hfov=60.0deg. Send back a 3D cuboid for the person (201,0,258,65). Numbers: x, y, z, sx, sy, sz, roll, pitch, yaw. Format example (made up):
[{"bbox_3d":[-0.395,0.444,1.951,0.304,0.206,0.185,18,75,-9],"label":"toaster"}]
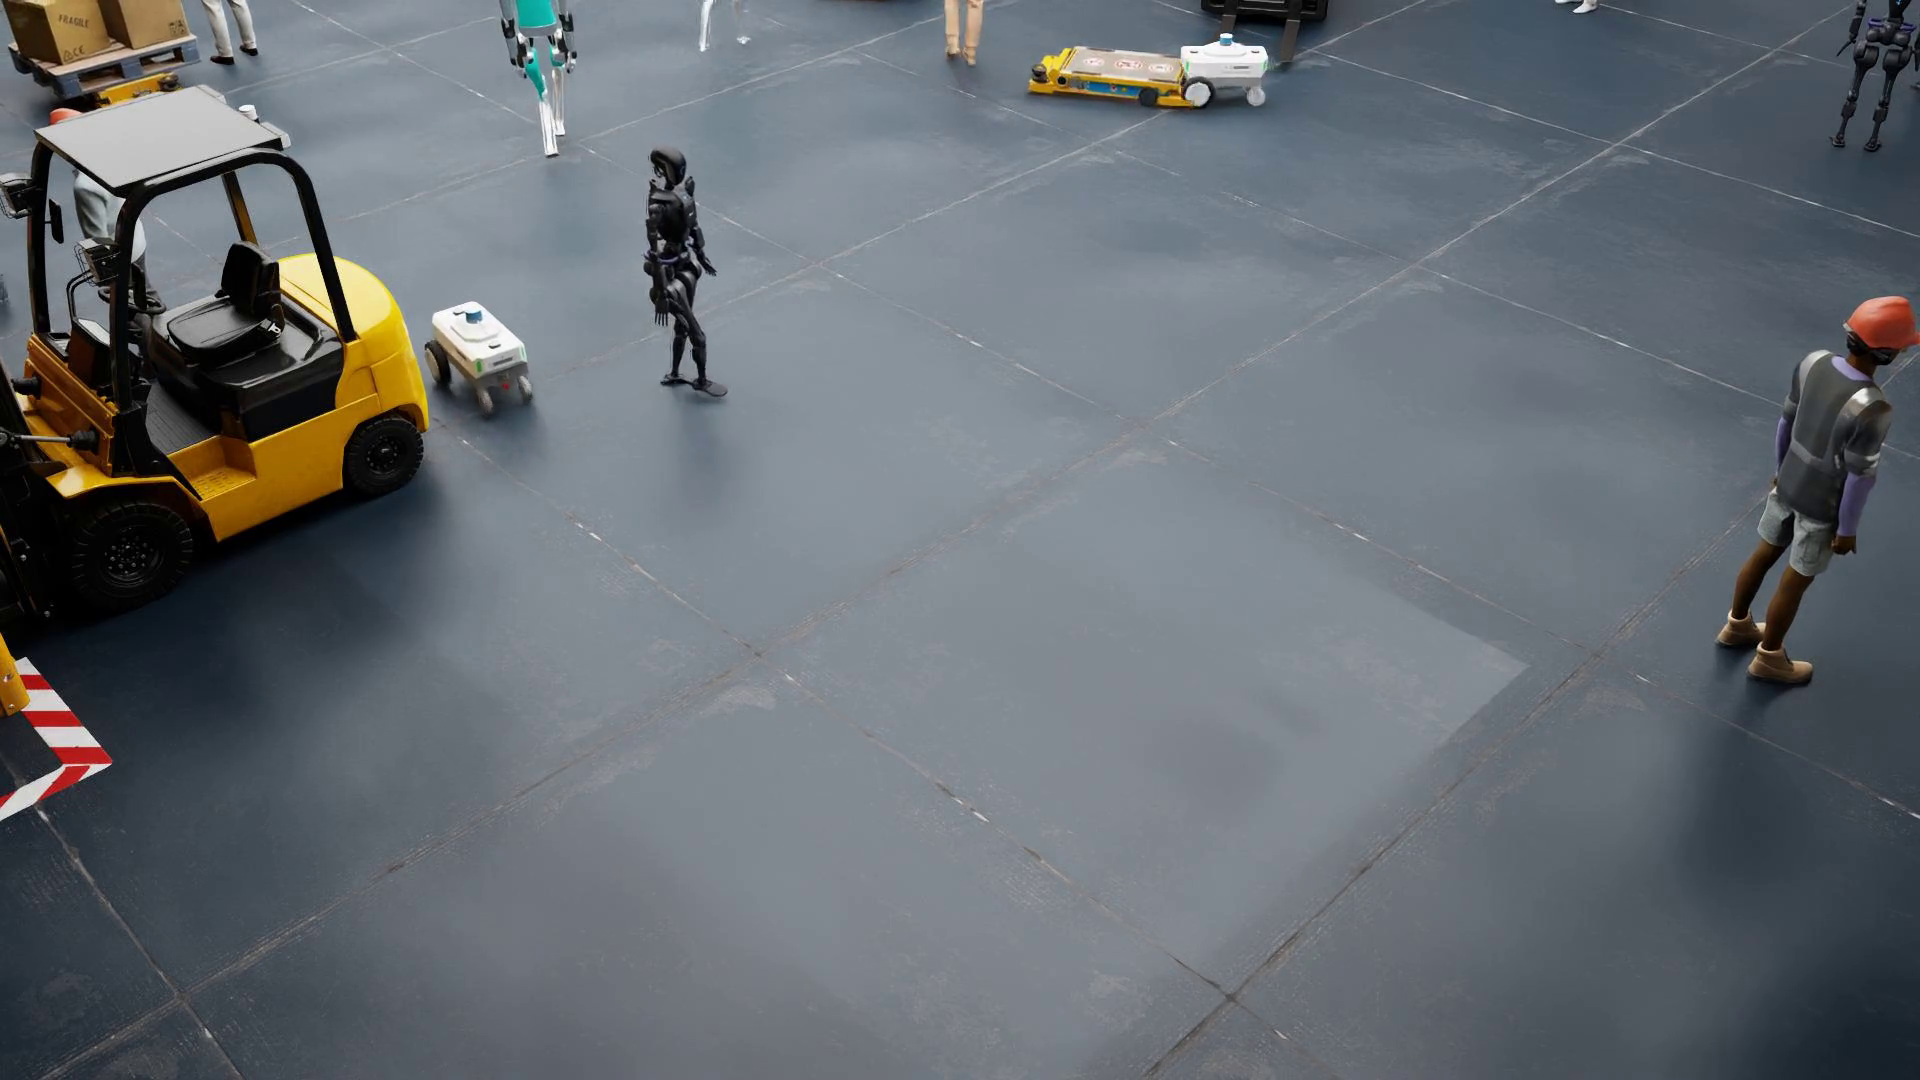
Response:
[{"bbox_3d":[-6.552,-5.052,14.496,0.388,1.784,0.538,24,43,28],"label":"person"}]

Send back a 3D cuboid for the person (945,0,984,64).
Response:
[{"bbox_3d":[0.063,-5.091,14.570,0.534,1.752,0.540,-6,37,-8],"label":"person"}]

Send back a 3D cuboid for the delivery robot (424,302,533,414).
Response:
[{"bbox_3d":[-2.994,-1.187,10.350,0.499,0.599,0.774,-25,43,-29],"label":"delivery robot"}]

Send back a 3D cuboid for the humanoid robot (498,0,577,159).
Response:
[{"bbox_3d":[-3.247,-3.829,12.891,0.551,1.731,1.026,-8,37,-11],"label":"humanoid robot"}]

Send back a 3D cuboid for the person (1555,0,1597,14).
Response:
[{"bbox_3d":[5.972,-5.793,15.604,0.309,1.638,0.522,-9,38,-12],"label":"person"}]

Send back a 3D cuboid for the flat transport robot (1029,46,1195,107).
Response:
[{"bbox_3d":[1.365,-4.002,14.354,1.431,0.231,0.659,9,38,12],"label":"flat transport robot"}]

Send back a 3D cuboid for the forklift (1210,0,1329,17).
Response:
[{"bbox_3d":[3.106,-6.400,15.960,1.214,2.155,2.313,8,37,10],"label":"forklift"}]

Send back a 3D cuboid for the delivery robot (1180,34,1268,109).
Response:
[{"bbox_3d":[2.216,-3.982,14.087,0.791,0.592,0.499,0,37,0],"label":"delivery robot"}]

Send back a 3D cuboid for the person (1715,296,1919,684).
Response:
[{"bbox_3d":[4.037,-0.227,7.820,0.378,2.045,0.604,-6,37,-8],"label":"person"}]

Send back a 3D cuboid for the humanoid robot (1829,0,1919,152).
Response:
[{"bbox_3d":[7.237,-3.896,13.023,0.599,1.657,0.315,17,40,22],"label":"humanoid robot"}]

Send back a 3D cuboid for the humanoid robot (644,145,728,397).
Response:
[{"bbox_3d":[-1.658,-1.609,9.984,0.520,1.639,0.609,12,38,15],"label":"humanoid robot"}]

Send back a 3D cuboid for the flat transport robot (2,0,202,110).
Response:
[{"bbox_3d":[-7.312,-3.992,14.340,1.431,0.231,0.659,30,46,34],"label":"flat transport robot"}]

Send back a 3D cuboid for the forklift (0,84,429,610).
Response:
[{"bbox_3d":[-4.145,-1.093,8.856,2.313,2.155,1.214,-31,47,-34],"label":"forklift"}]

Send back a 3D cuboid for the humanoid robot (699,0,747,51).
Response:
[{"bbox_3d":[-2.199,-5.250,14.827,0.530,1.802,0.796,3,37,4],"label":"humanoid robot"}]

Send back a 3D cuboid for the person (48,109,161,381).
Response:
[{"bbox_3d":[-5.184,-1.800,10.175,0.352,1.742,0.572,-4,37,-5],"label":"person"}]

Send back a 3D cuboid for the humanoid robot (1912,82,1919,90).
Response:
[{"bbox_3d":[8.340,-4.407,13.735,0.614,1.637,0.676,-6,37,-9],"label":"humanoid robot"}]
